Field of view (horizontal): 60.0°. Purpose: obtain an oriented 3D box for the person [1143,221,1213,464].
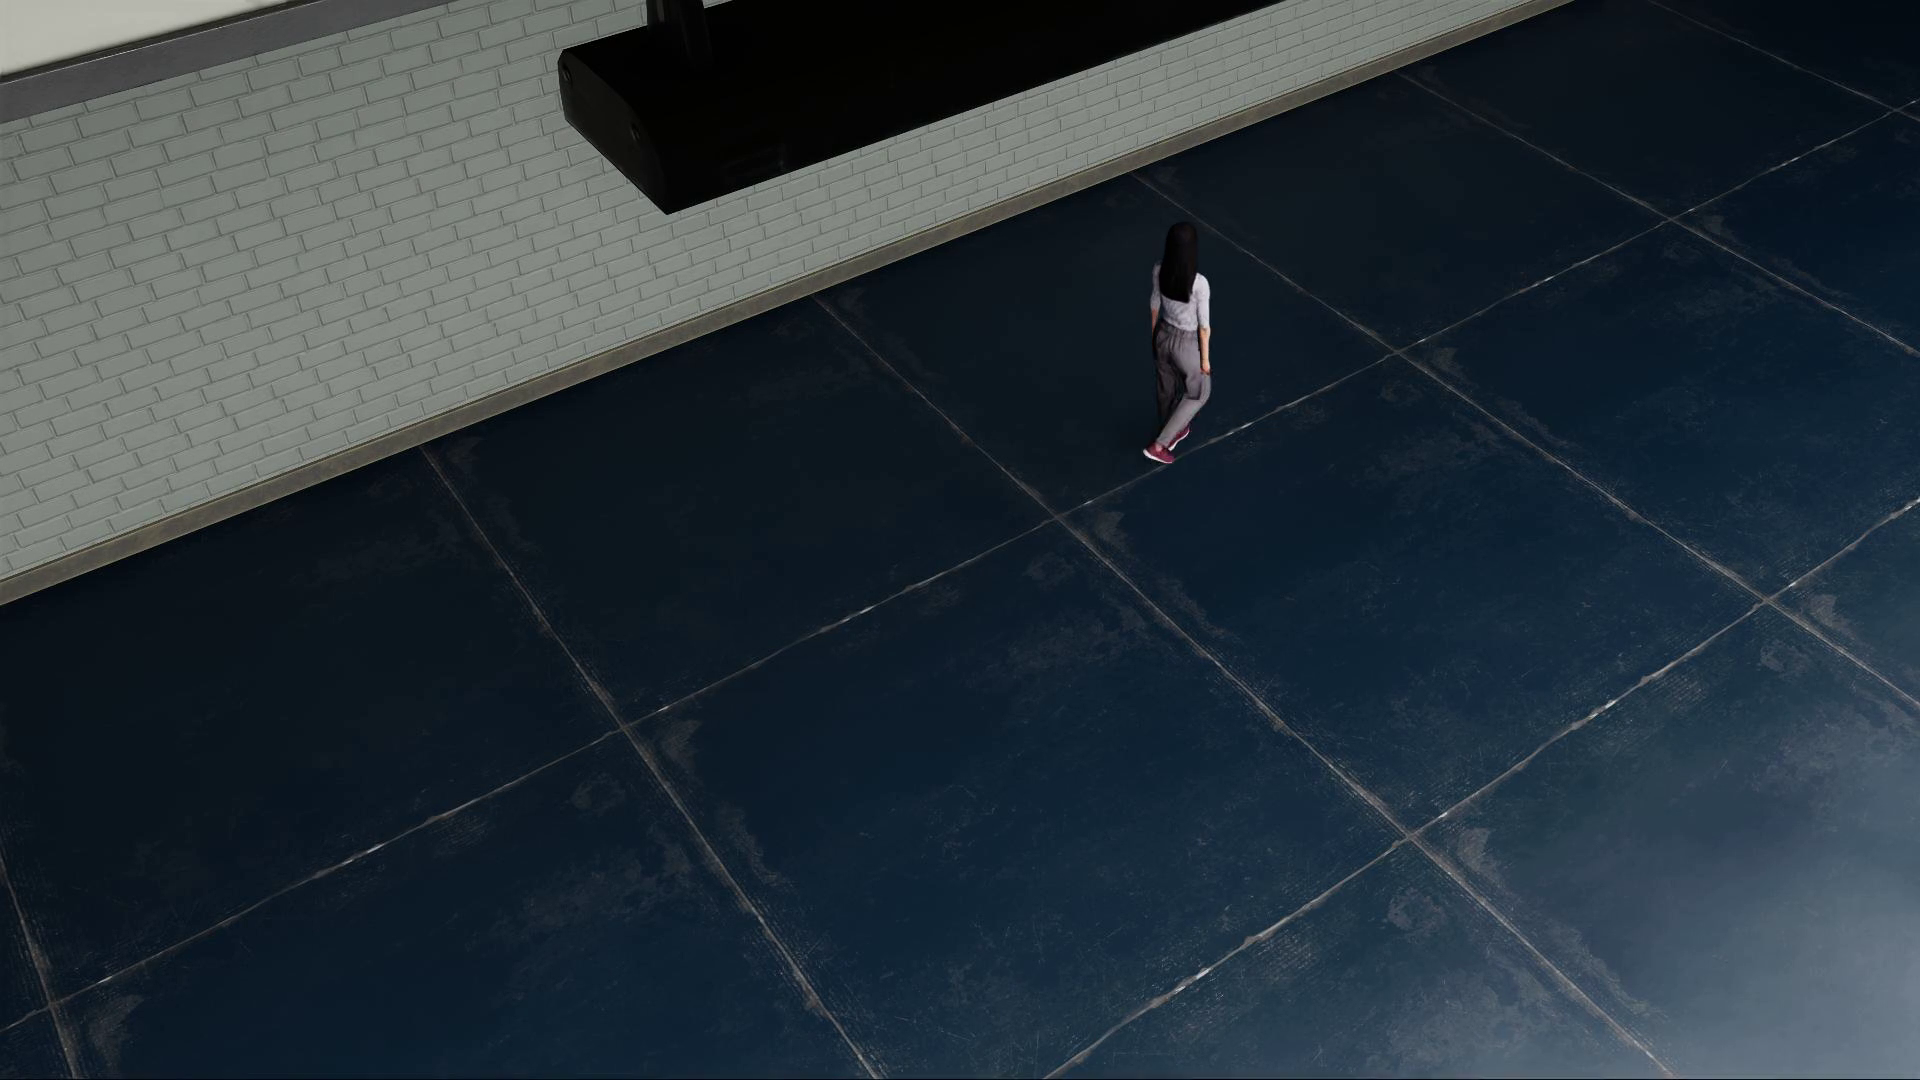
[{"bbox_3d":[1.304,-1.160,10.220,0.781,1.724,0.791,34,53,31],"label":"person"}]
